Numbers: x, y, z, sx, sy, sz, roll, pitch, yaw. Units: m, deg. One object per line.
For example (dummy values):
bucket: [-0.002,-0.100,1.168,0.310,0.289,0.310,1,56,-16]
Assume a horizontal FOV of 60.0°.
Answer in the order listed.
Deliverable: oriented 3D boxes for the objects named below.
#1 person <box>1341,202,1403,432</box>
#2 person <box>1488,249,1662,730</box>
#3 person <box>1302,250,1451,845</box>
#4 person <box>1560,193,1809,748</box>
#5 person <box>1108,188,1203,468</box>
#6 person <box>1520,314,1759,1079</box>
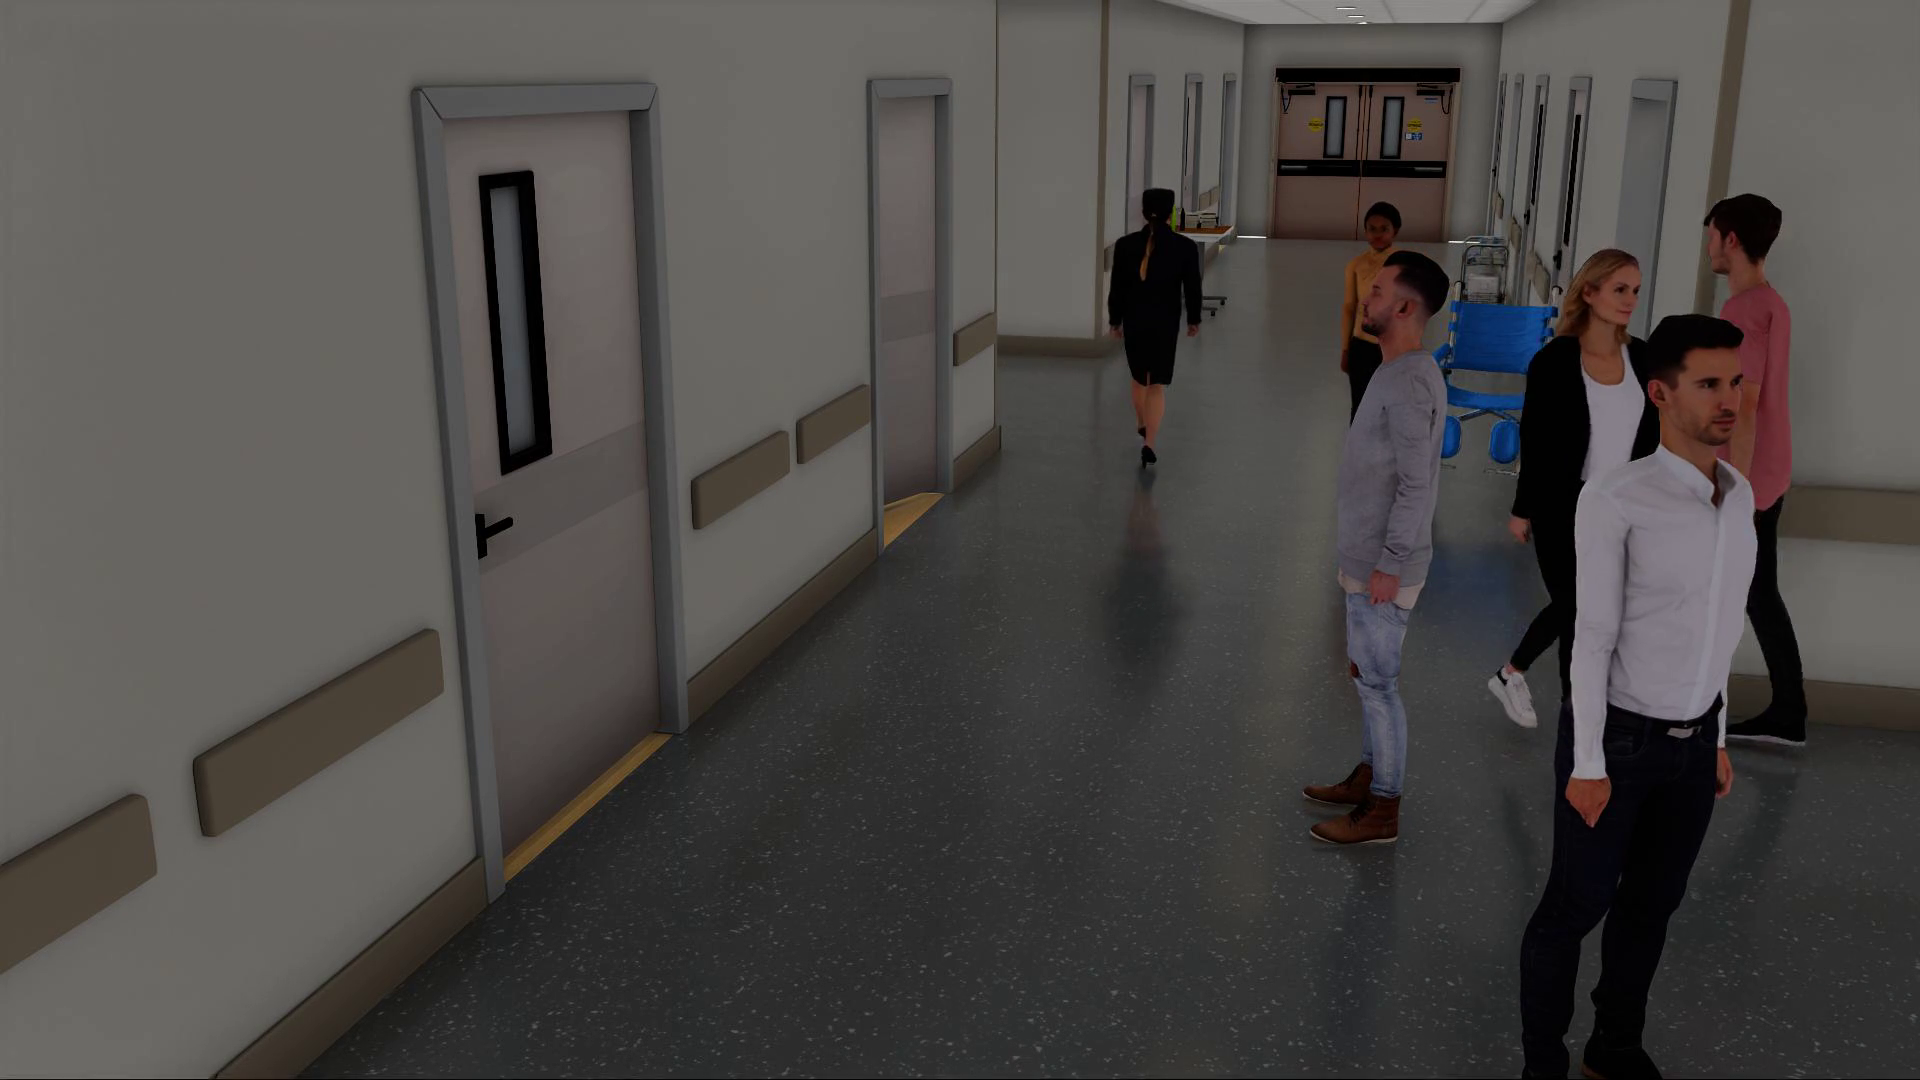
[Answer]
person: [2.379,-1.071,9.404,0.562,1.641,0.976,4,16,15]
person: [2.058,-0.067,5.628,0.984,1.758,1.274,-3,16,-11]
person: [1.308,0.030,5.133,0.770,1.840,0.541,2,16,8]
person: [2.786,-0.177,5.719,0.918,1.920,1.060,8,17,25]
person: [1.144,-1.236,10.009,0.721,1.631,1.019,3,16,12]
person: [1.507,0.421,3.693,0.726,1.869,0.767,-6,17,-20]
